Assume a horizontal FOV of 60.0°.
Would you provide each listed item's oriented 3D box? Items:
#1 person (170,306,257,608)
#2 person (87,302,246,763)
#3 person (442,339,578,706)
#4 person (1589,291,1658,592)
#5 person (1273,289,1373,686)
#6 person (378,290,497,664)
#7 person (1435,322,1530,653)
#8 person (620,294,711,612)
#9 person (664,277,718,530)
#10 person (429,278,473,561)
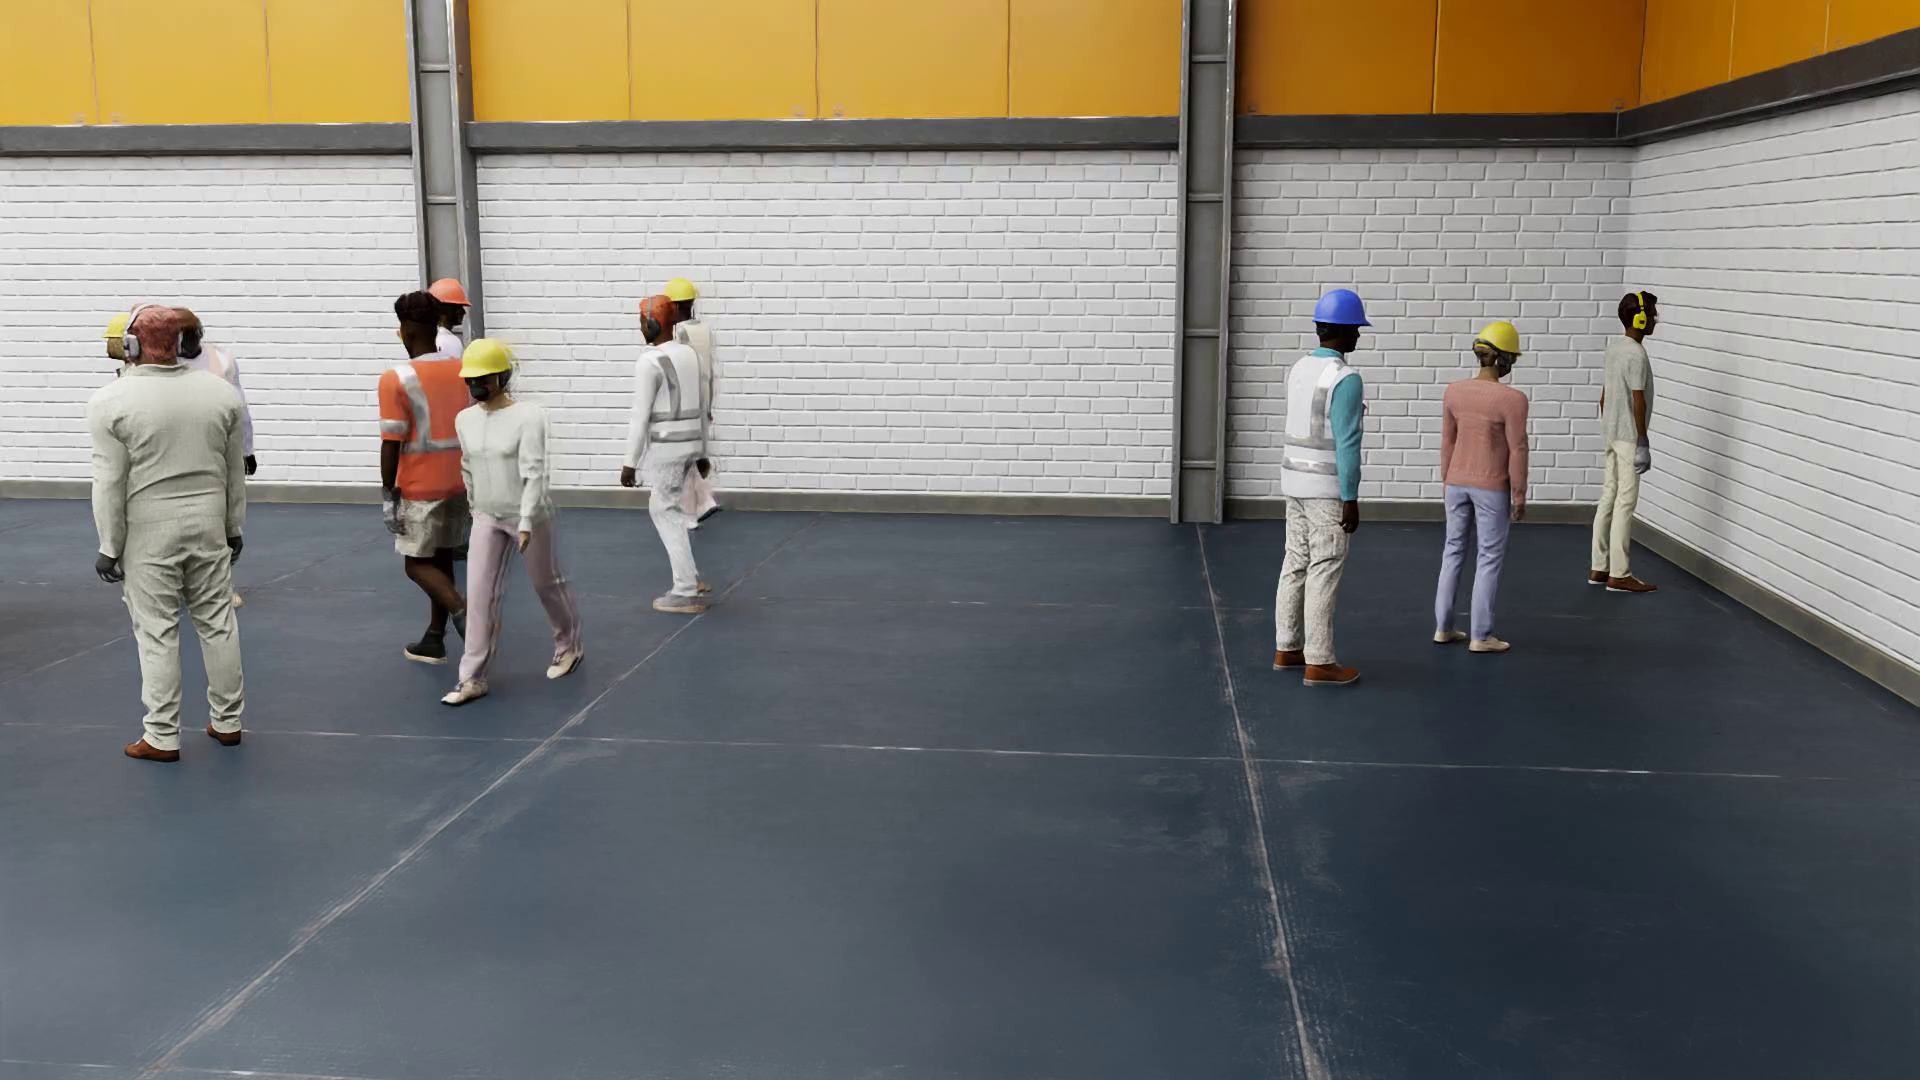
[{"bbox_3d":[-4.618,-0.505,9.986,0.714,1.808,0.653,7,12,35],"label":"person"},{"bbox_3d":[-3.310,-0.031,6.965,0.410,1.913,0.643,7,12,36],"label":"person"},{"bbox_3d":[-2.164,-0.115,8.005,0.522,1.715,0.913,3,10,17],"label":"person"},{"bbox_3d":[4.185,-0.615,10.418,0.327,1.874,0.520,-1,10,-4],"label":"person"},{"bbox_3d":[1.802,-0.258,8.201,0.425,1.938,0.604,-3,10,-17],"label":"person"},{"bbox_3d":[-2.586,-0.275,8.311,0.815,1.933,0.624,7,12,34],"label":"person"},{"bbox_3d":[2.777,-0.273,8.808,0.339,1.756,0.532,-7,12,-36],"label":"person"},{"bbox_3d":[-1.723,-0.496,9.743,0.472,1.867,0.605,3,10,18],"label":"person"},{"bbox_3d":[-2.103,-1.019,12.587,0.410,1.914,0.618,4,11,21],"label":"person"},{"bbox_3d":[-3.494,-0.819,11.422,0.373,1.931,0.545,-8,13,-39],"label":"person"}]
